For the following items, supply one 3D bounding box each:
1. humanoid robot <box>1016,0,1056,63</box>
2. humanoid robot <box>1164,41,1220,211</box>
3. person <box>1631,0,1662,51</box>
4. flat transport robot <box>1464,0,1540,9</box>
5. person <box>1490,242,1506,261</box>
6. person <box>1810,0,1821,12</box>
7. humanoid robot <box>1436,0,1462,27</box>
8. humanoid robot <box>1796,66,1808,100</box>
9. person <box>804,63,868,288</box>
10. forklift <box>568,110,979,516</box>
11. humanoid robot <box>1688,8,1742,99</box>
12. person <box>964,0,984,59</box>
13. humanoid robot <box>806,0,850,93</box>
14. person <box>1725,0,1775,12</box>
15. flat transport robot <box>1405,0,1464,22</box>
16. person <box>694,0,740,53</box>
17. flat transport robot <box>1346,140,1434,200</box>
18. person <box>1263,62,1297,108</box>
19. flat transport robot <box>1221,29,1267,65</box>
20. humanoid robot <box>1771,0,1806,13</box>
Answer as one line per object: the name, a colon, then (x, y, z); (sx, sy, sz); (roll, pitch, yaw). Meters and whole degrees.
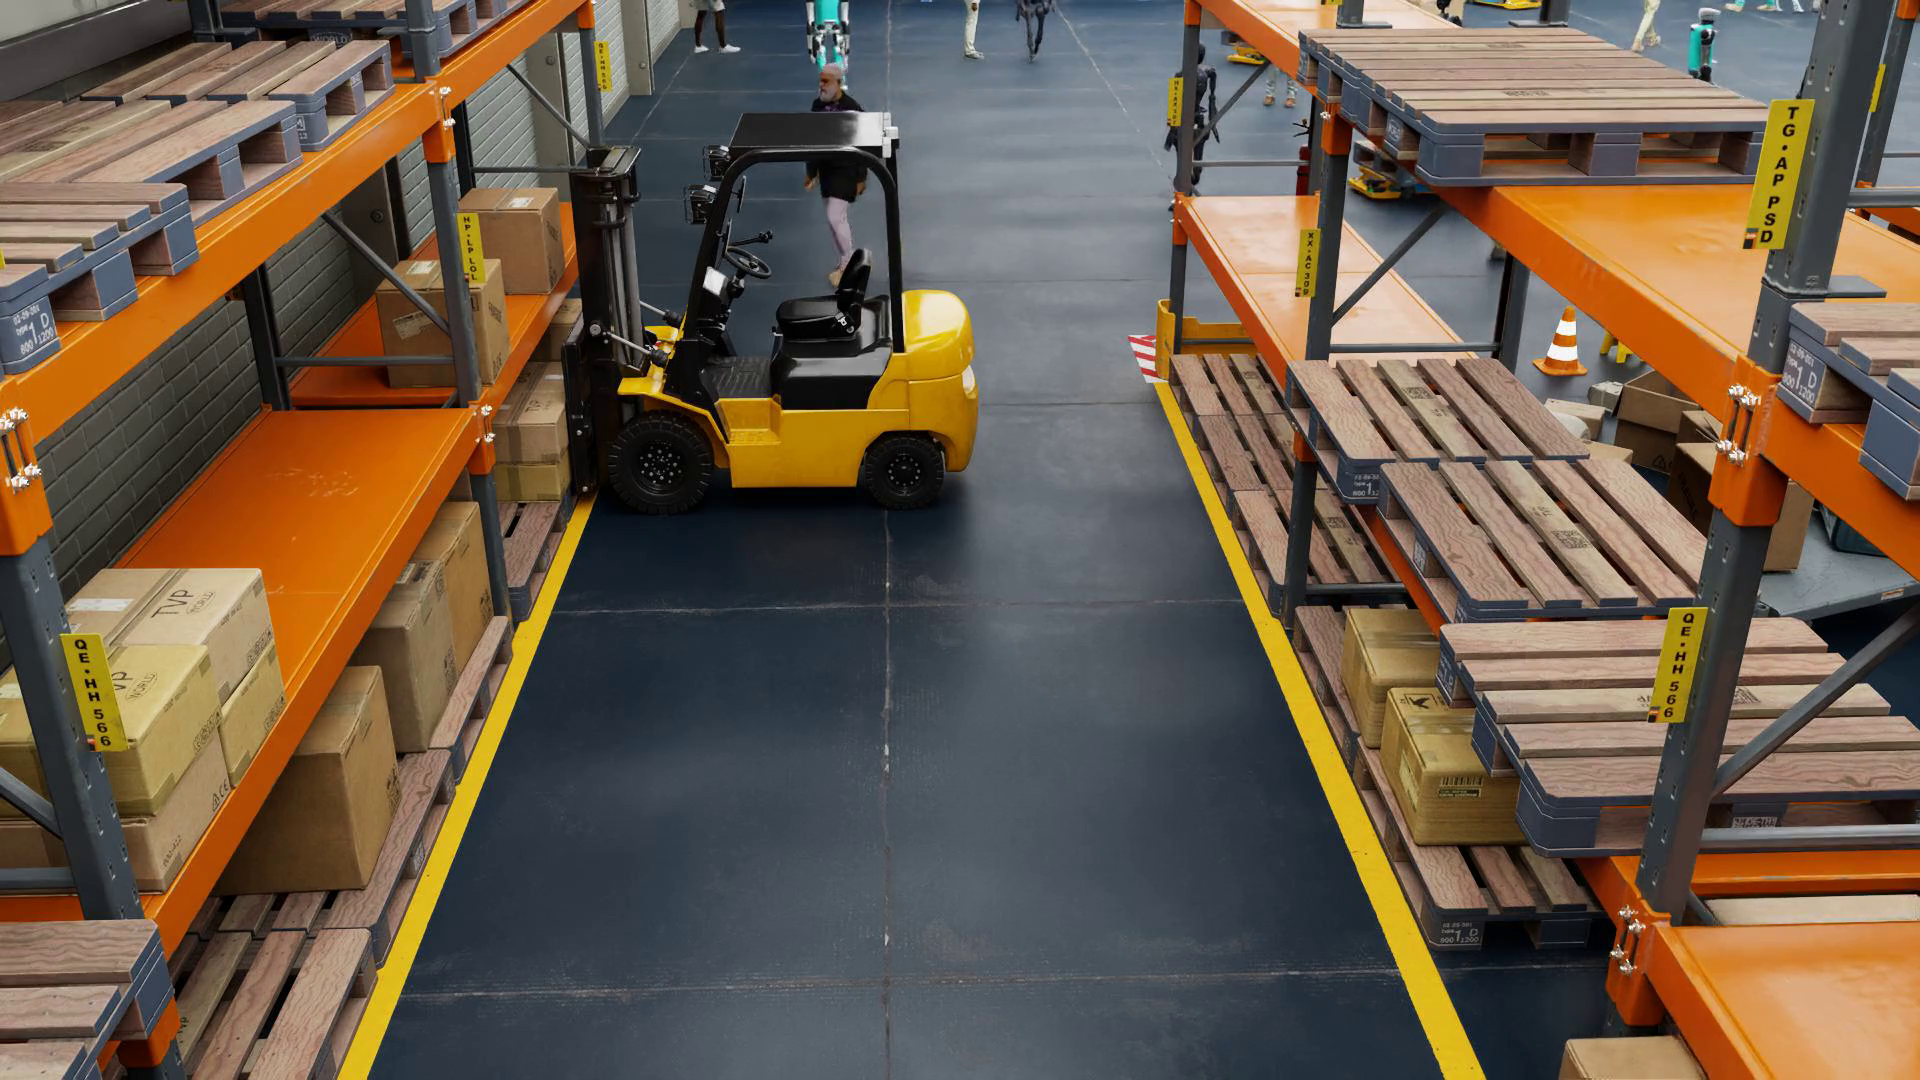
humanoid robot: (1.104, -7.847, 24.341); (0.635, 1.633, 0.702); (0, 25, 1)
humanoid robot: (2.271, -4.056, 16.295); (0.612, 1.641, 0.499); (-14, 28, -26)
person: (10.577, -8.397, 25.253); (1.022, 1.837, 0.557); (-23, 34, -40)
flat transport robot: (9.682, -9.757, 29.966); (0.659, 0.231, 1.431); (-14, 28, -26)
person: (5.080, -3.312, 14.672); (0.822, 1.659, 0.547); (-12, 28, -23)
person: (15.061, -9.993, 28.729); (0.530, 1.743, 0.669); (6, 26, 12)
humanoid robot: (5.528, -5.546, 19.396); (0.611, 1.656, 0.327); (-6, 26, -12)
humanoid robot: (8.440, -4.082, 16.347); (0.740, 1.641, 0.584); (-8, 26, -17)
person: (-1.067, -3.031, 13.884); (0.533, 1.837, 0.586); (22, 33, 38)
forklift: (-1.043, -1.379, 9.976); (2.313, 2.155, 1.214); (-1, 25, -2)
humanoid robot: (8.052, -4.731, 17.667); (1.041, 1.765, 0.546); (3, 25, 7)
person: (0.220, -8.006, 24.530); (0.349, 1.743, 0.565); (-1, 25, -2)
humanoid robot: (-1.554, -5.877, 20.033); (0.531, 1.776, 0.744); (-5, 26, -10)
person: (13.967, -10.198, 29.035); (0.733, 1.882, 0.538); (-16, 30, -30)
flat transport robot: (6.955, -7.747, 25.710); (1.431, 0.231, 0.659); (-16, 30, -30)
person: (-3.732, -8.259, 24.939); (0.666, 1.863, 0.557); (-13, 28, -26)
flat transport robot: (4.772, -3.715, 17.170); (1.431, 0.231, 0.659); (-5, 26, -11)
person: (4.095, -6.464, 21.069); (0.626, 1.925, 0.405); (10, 27, 20)
flat transport robot: (4.639, -7.213, 24.578); (0.659, 0.231, 1.431); (23, 34, 40)
humanoid robot: (14.469, -10.045, 28.873); (0.557, 1.773, 0.889); (-9, 27, -18)
